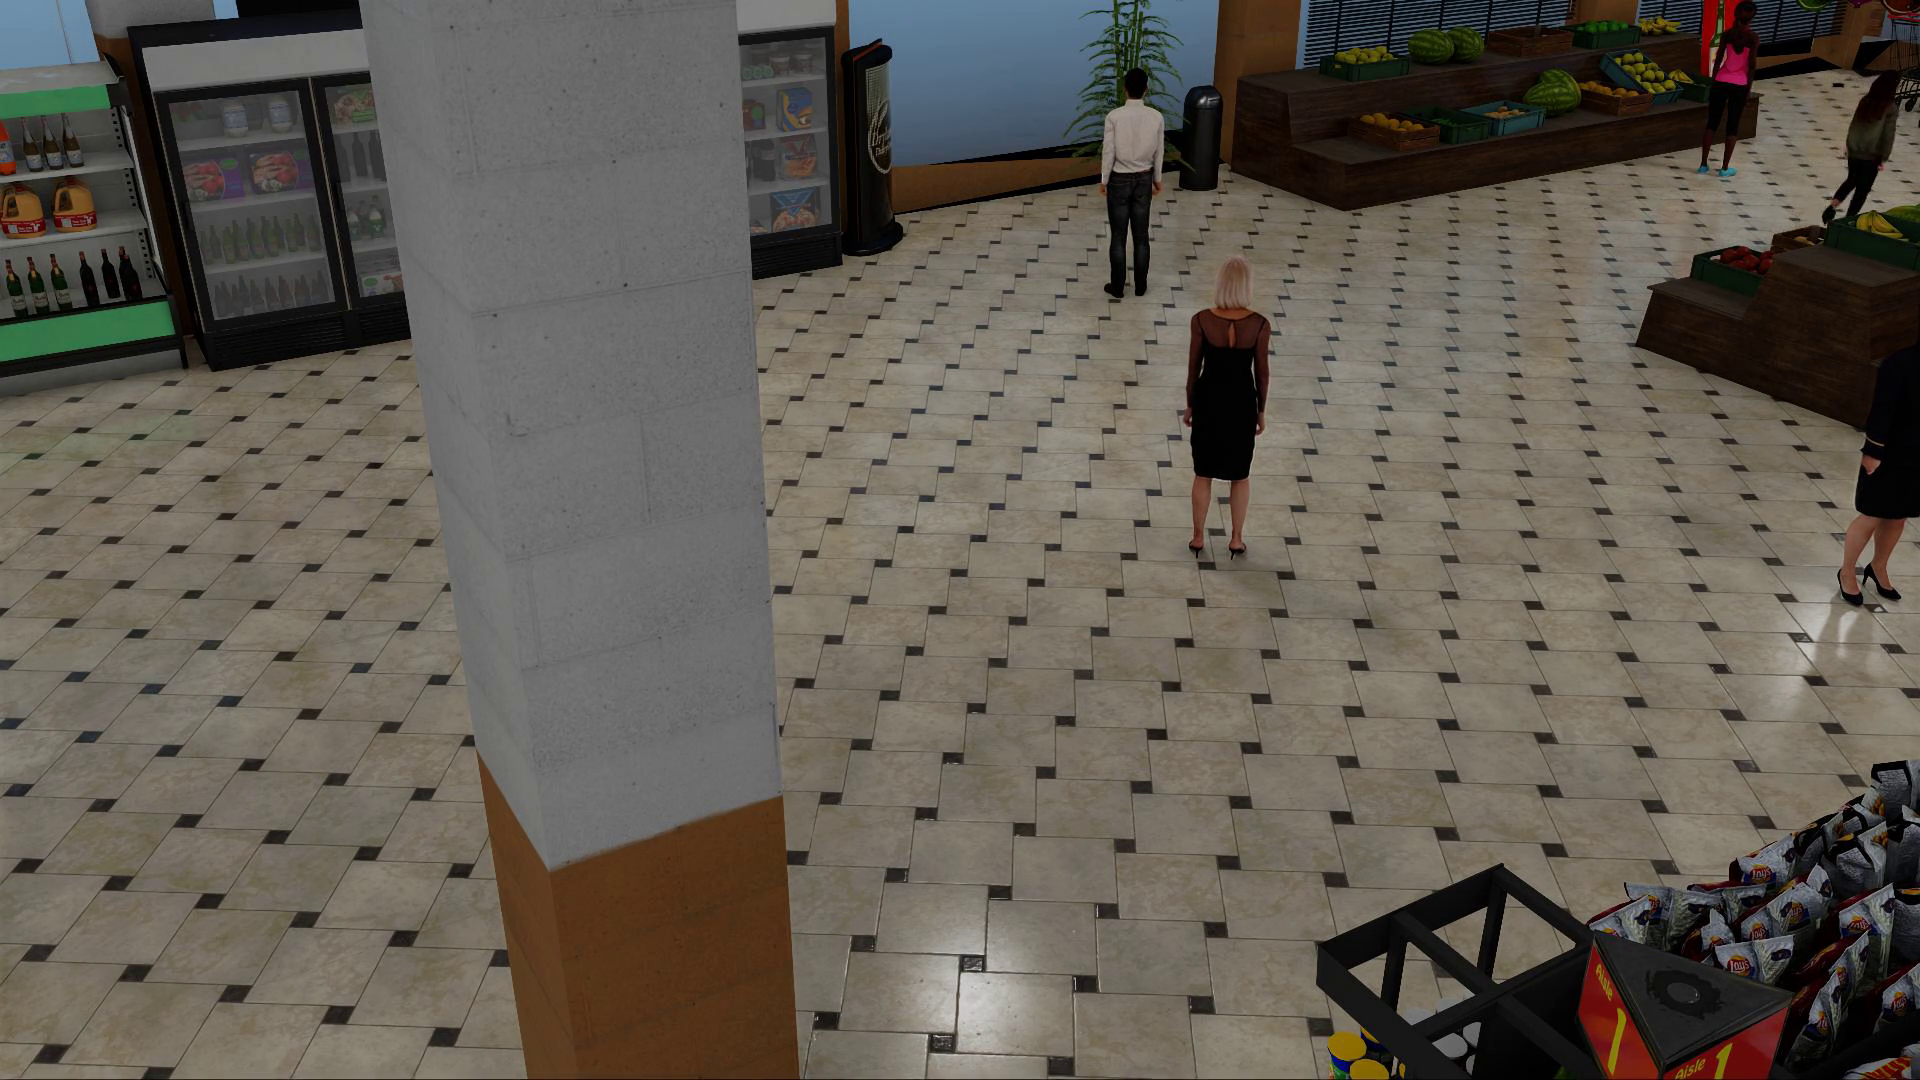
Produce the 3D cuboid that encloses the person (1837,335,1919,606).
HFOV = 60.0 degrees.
[{"bbox_3d":[4.950,-0.452,8.713,0.672,1.671,0.832,-6,28,-12],"label":"person"}]

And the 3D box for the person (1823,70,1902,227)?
[{"bbox_3d":[8.033,-3.439,14.830,0.680,1.465,0.616,-13,30,-24],"label":"person"}]

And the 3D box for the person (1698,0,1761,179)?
[{"bbox_3d":[7.734,-4.536,16.708,0.611,1.723,0.620,24,35,39],"label":"person"}]

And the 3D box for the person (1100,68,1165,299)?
[{"bbox_3d":[1.361,-2.839,13.266,0.628,1.810,0.798,-4,27,-8],"label":"person"}]

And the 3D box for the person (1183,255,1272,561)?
[{"bbox_3d":[1.449,-0.709,9.137,0.656,1.746,0.730,5,27,10],"label":"person"}]
